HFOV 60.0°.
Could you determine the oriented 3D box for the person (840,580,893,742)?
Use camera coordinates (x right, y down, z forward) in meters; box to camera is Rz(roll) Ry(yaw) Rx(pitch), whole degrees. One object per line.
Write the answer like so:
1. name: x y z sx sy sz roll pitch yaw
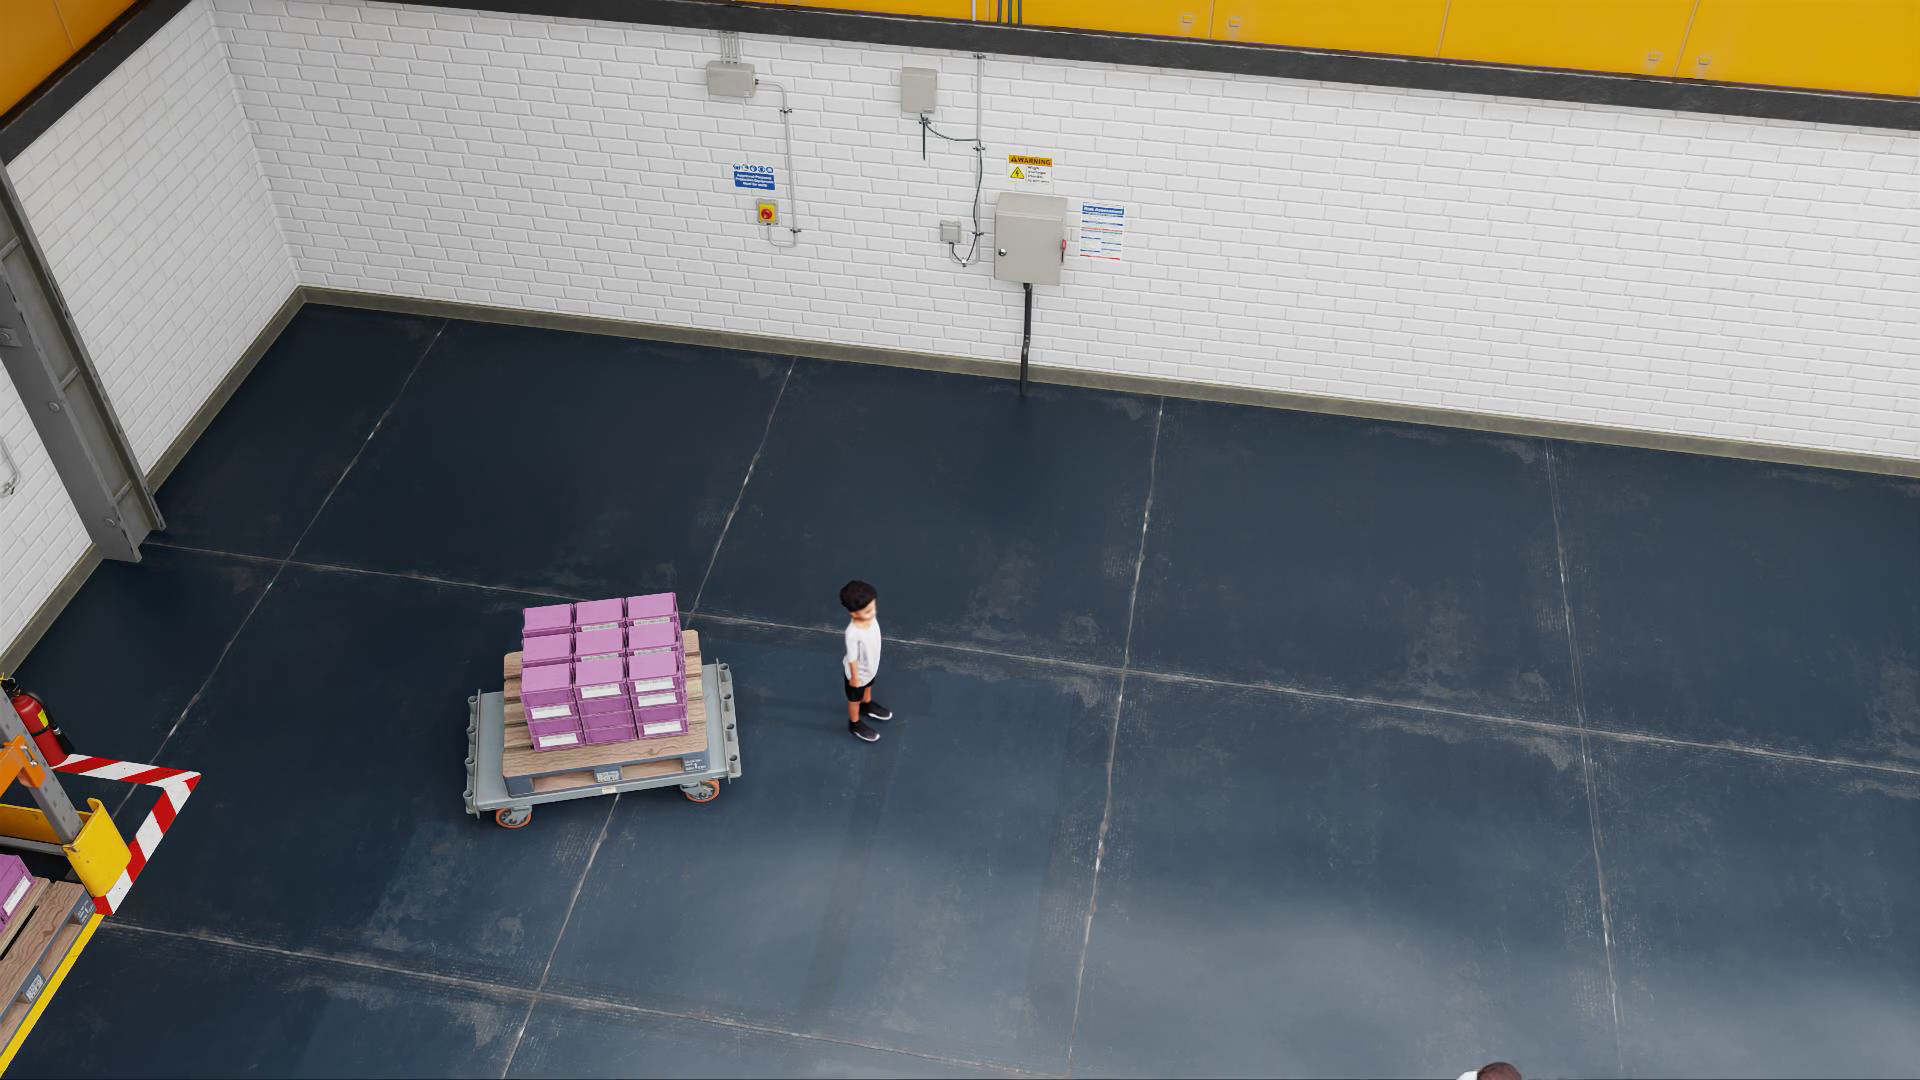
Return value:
1. person: -0.618 0.728 10.346 0.587 1.256 0.481 17 46 17
